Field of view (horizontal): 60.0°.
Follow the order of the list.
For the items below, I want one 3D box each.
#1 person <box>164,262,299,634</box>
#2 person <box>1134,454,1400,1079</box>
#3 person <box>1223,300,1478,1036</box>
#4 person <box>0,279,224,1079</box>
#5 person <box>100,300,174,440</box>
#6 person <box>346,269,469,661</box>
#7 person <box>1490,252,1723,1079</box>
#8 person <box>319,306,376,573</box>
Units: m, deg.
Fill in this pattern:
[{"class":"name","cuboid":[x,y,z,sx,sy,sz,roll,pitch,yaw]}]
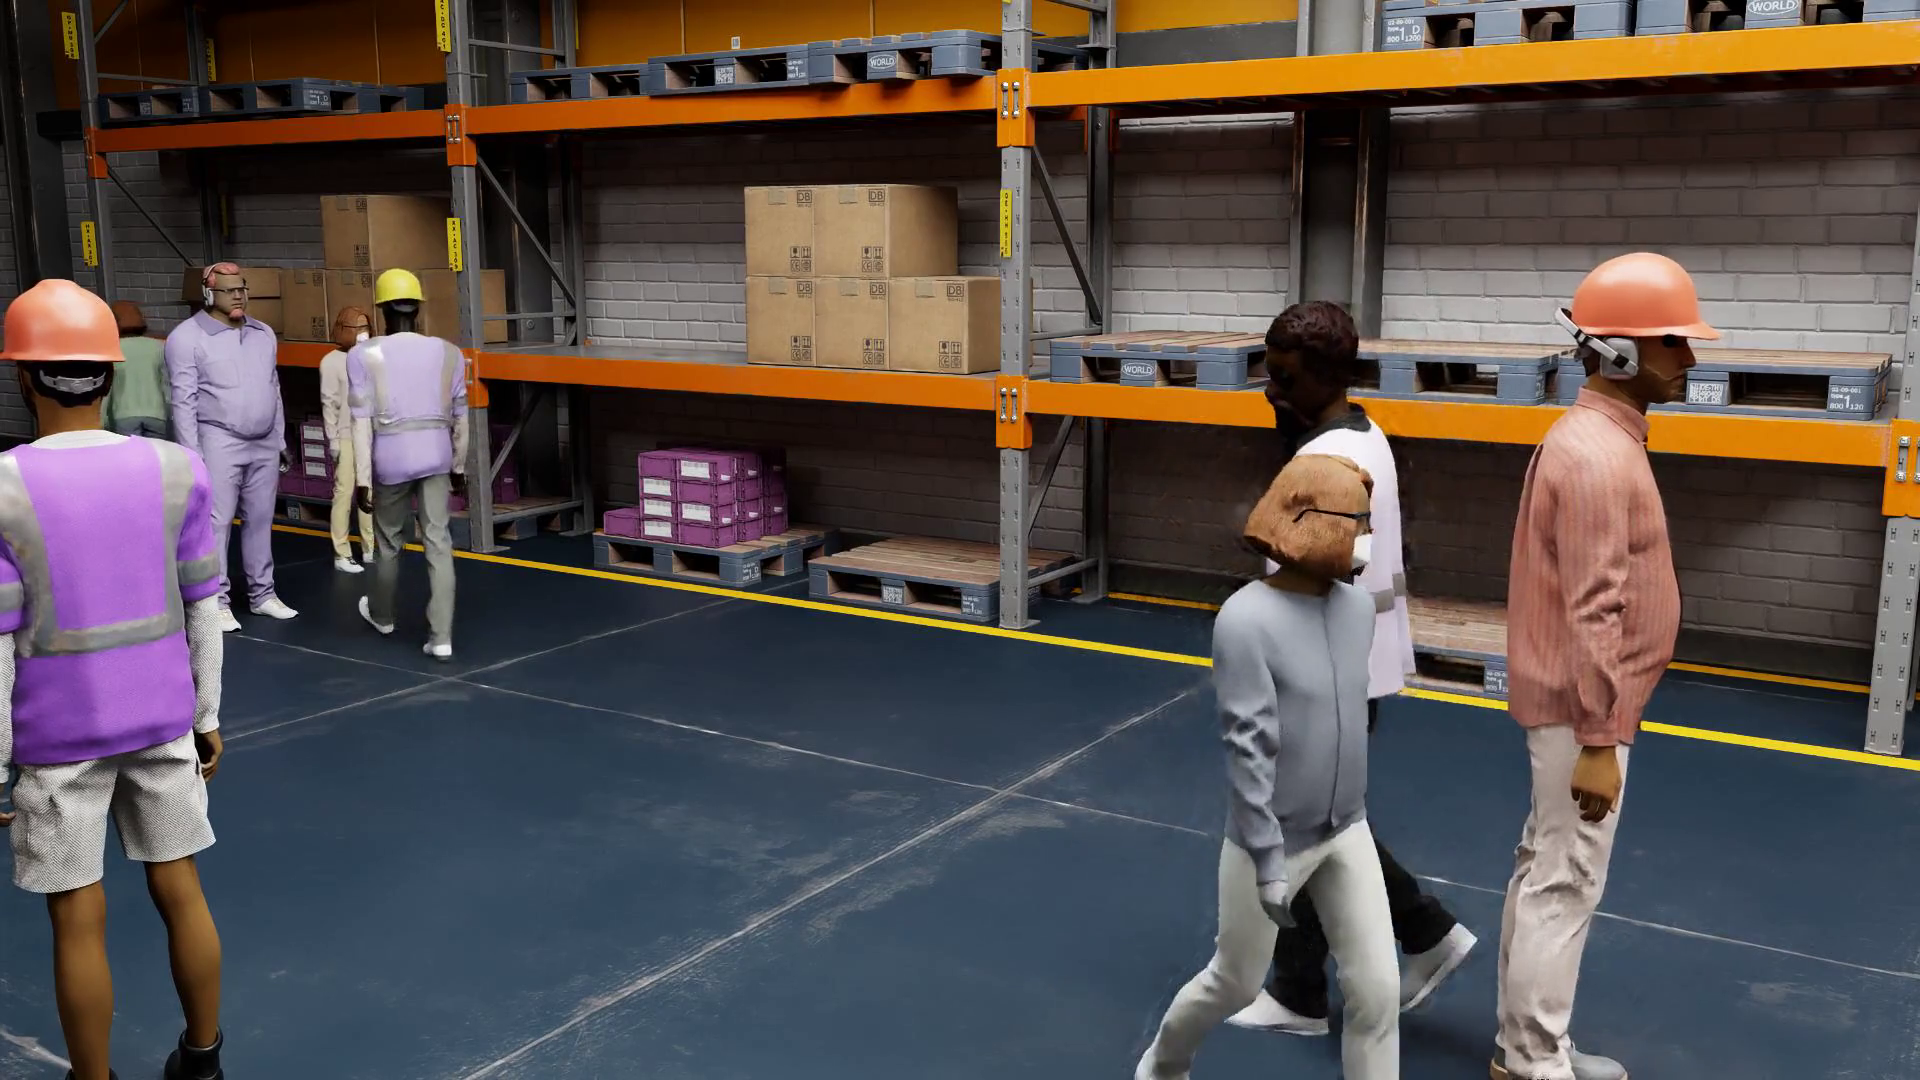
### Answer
[{"class":"person","cuboid":[-3.773,-0.486,8.697,0.407,1.906,0.655,6,12,28]},{"class":"person","cuboid":[0.692,0.606,3.496,0.497,1.592,0.799,-7,12,-35]},{"class":"person","cuboid":[0.944,0.356,4.097,0.553,1.883,0.612,4,11,22]},{"class":"person","cuboid":[-1.906,0.405,3.675,0.360,1.938,0.545,9,14,41]},{"class":"person","cuboid":[-5.626,-0.823,11.348,0.516,1.609,0.517,-9,14,-41]},{"class":"person","cuboid":[-2.722,-0.382,8.192,0.615,1.870,0.975,-7,13,-35]},{"class":"person","cuboid":[1.422,0.367,3.720,0.395,1.993,0.616,3,11,17]},{"class":"person","cuboid":[-3.694,-0.615,10.199,0.282,1.626,0.491,5,11,24]}]
